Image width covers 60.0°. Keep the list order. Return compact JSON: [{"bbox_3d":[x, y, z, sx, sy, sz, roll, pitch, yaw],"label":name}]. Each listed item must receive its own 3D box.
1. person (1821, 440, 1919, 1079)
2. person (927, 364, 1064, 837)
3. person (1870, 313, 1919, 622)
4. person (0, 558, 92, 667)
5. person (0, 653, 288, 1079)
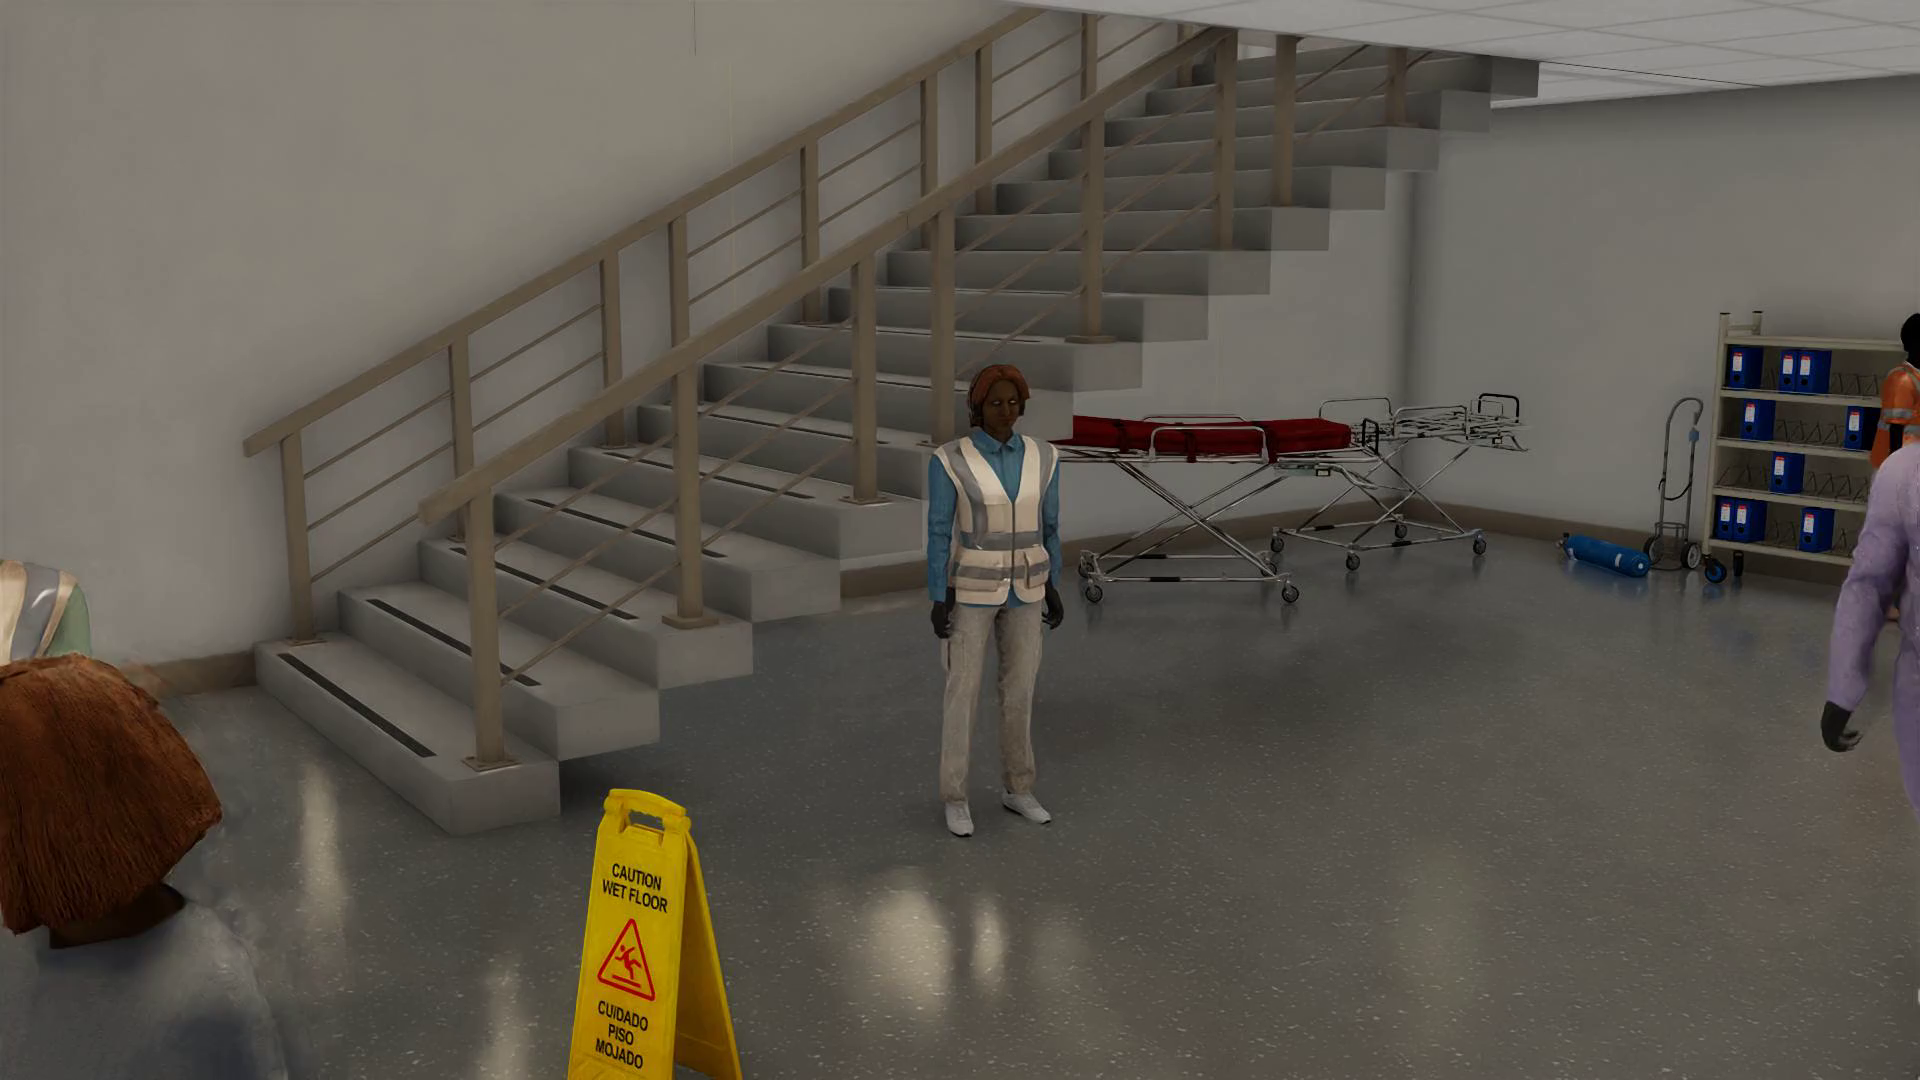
[{"bbox_3d":[2.535,0.390,4.137,0.681,1.850,0.992,9,14,43],"label":"person"},{"bbox_3d":[0.124,0.206,5.813,0.524,1.639,0.306,-5,11,-25],"label":"person"},{"bbox_3d":[5.211,-0.407,9.173,0.321,1.696,0.530,9,13,42],"label":"person"},{"bbox_3d":[-2.058,0.613,3.470,0.524,1.639,0.308,-4,11,-24],"label":"person"},{"bbox_3d":[-0.875,0.915,1.759,0.529,1.620,0.355,8,13,40],"label":"person"}]
